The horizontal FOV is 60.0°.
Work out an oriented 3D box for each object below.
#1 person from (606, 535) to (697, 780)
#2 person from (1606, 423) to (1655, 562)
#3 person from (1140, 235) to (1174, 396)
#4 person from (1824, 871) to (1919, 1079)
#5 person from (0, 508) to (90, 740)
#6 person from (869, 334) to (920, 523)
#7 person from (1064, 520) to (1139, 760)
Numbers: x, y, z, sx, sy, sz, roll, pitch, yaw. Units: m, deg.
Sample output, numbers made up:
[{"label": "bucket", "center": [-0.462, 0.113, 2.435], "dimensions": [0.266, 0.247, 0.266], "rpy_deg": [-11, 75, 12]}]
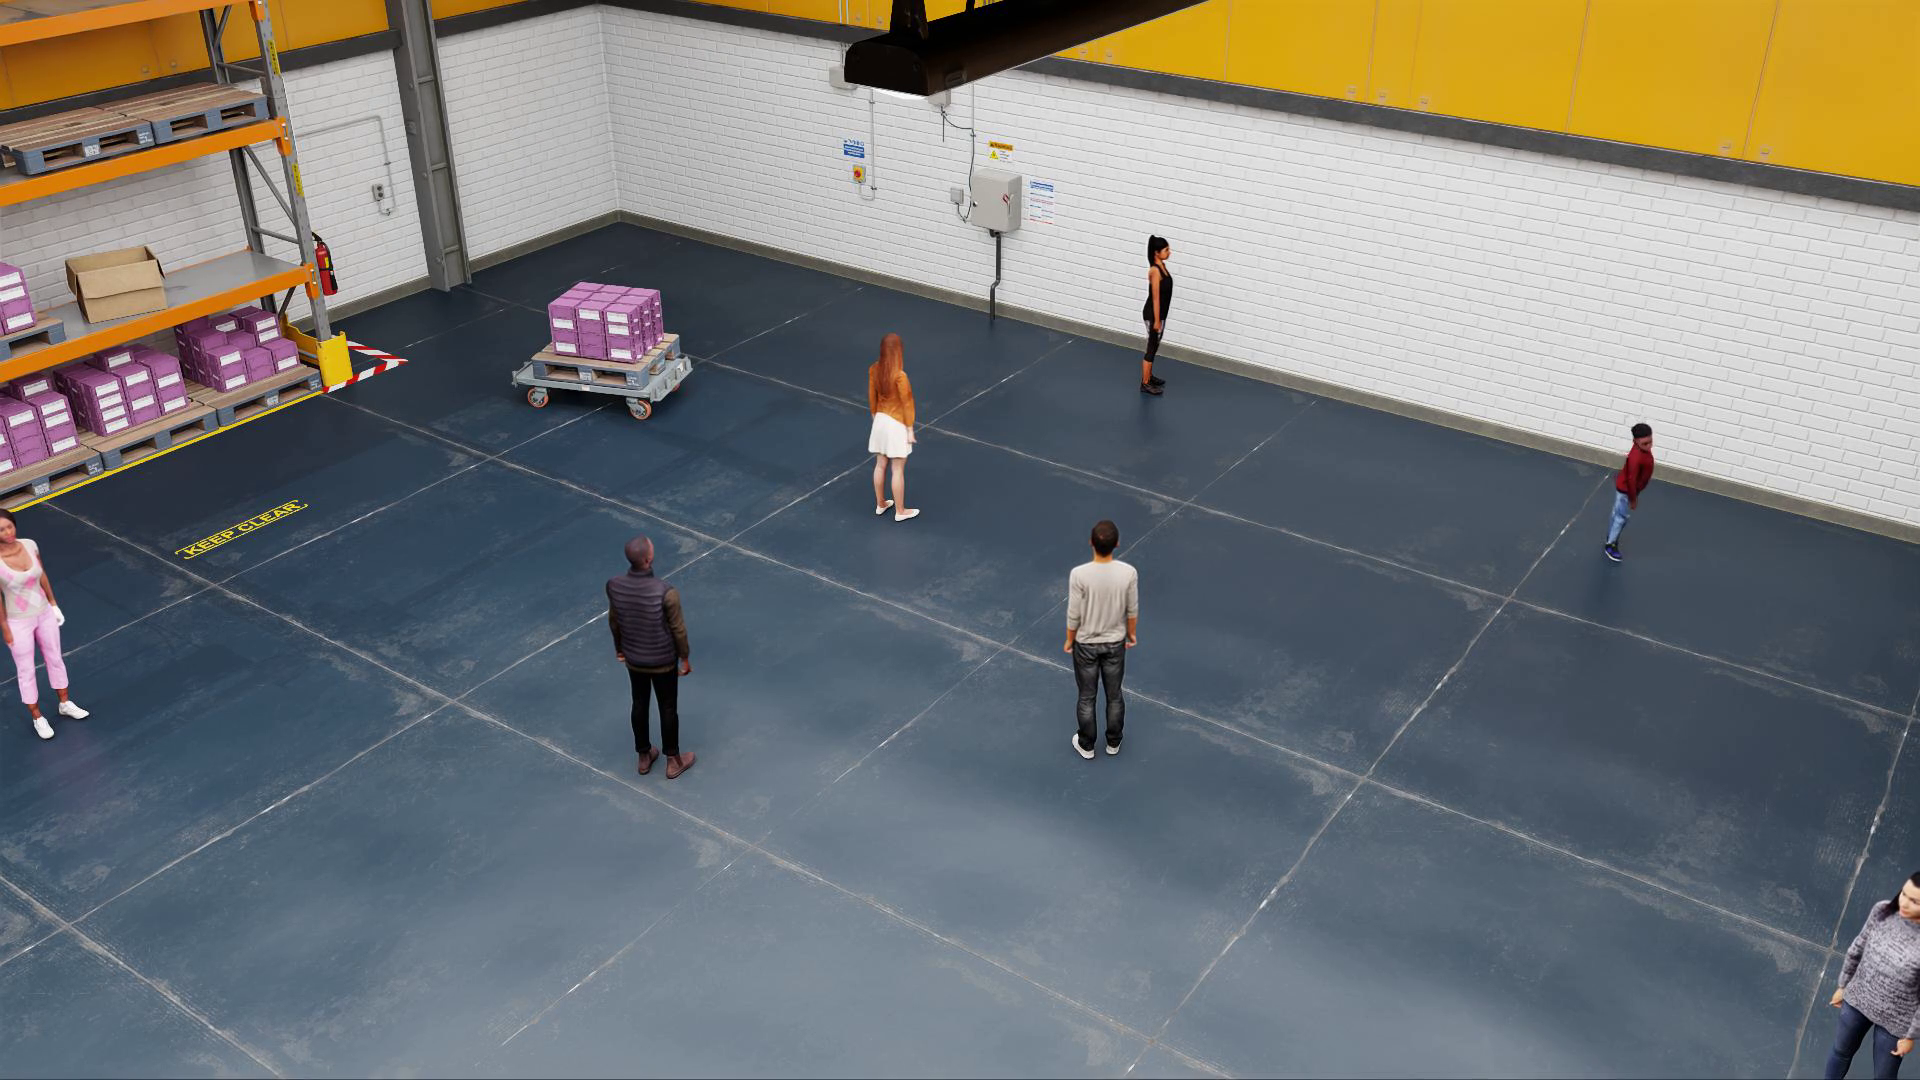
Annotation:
[{"label": "person", "center": [-2.098, 0.787, 11.251], "dimensions": [0.765, 1.836, 0.686], "rpy_deg": [8, 30, 15]}, {"label": "person", "center": [5.690, -0.475, 14.190], "dimensions": [0.757, 1.236, 0.502], "rpy_deg": [5, 29, 9]}, {"label": "person", "center": [2.021, -2.342, 17.168], "dimensions": [0.714, 1.663, 0.576], "rpy_deg": [5, 29, 10]}, {"label": "person", "center": [4.695, 2.371, 8.454], "dimensions": [0.676, 1.733, 0.685], "rpy_deg": [-14, 32, -24]}, {"label": "person", "center": [-6.587, 0.563, 11.761], "dimensions": [0.647, 1.740, 0.464], "rpy_deg": [16, 32, 27]}, {"label": "person", "center": [-0.610, -0.997, 14.638], "dimensions": [0.629, 1.723, 0.578], "rpy_deg": [21, 35, 34]}, {"label": "person", "center": [0.968, 0.690, 11.454], "dimensions": [0.724, 1.811, 0.775], "rpy_deg": [-4, 29, -7]}]
